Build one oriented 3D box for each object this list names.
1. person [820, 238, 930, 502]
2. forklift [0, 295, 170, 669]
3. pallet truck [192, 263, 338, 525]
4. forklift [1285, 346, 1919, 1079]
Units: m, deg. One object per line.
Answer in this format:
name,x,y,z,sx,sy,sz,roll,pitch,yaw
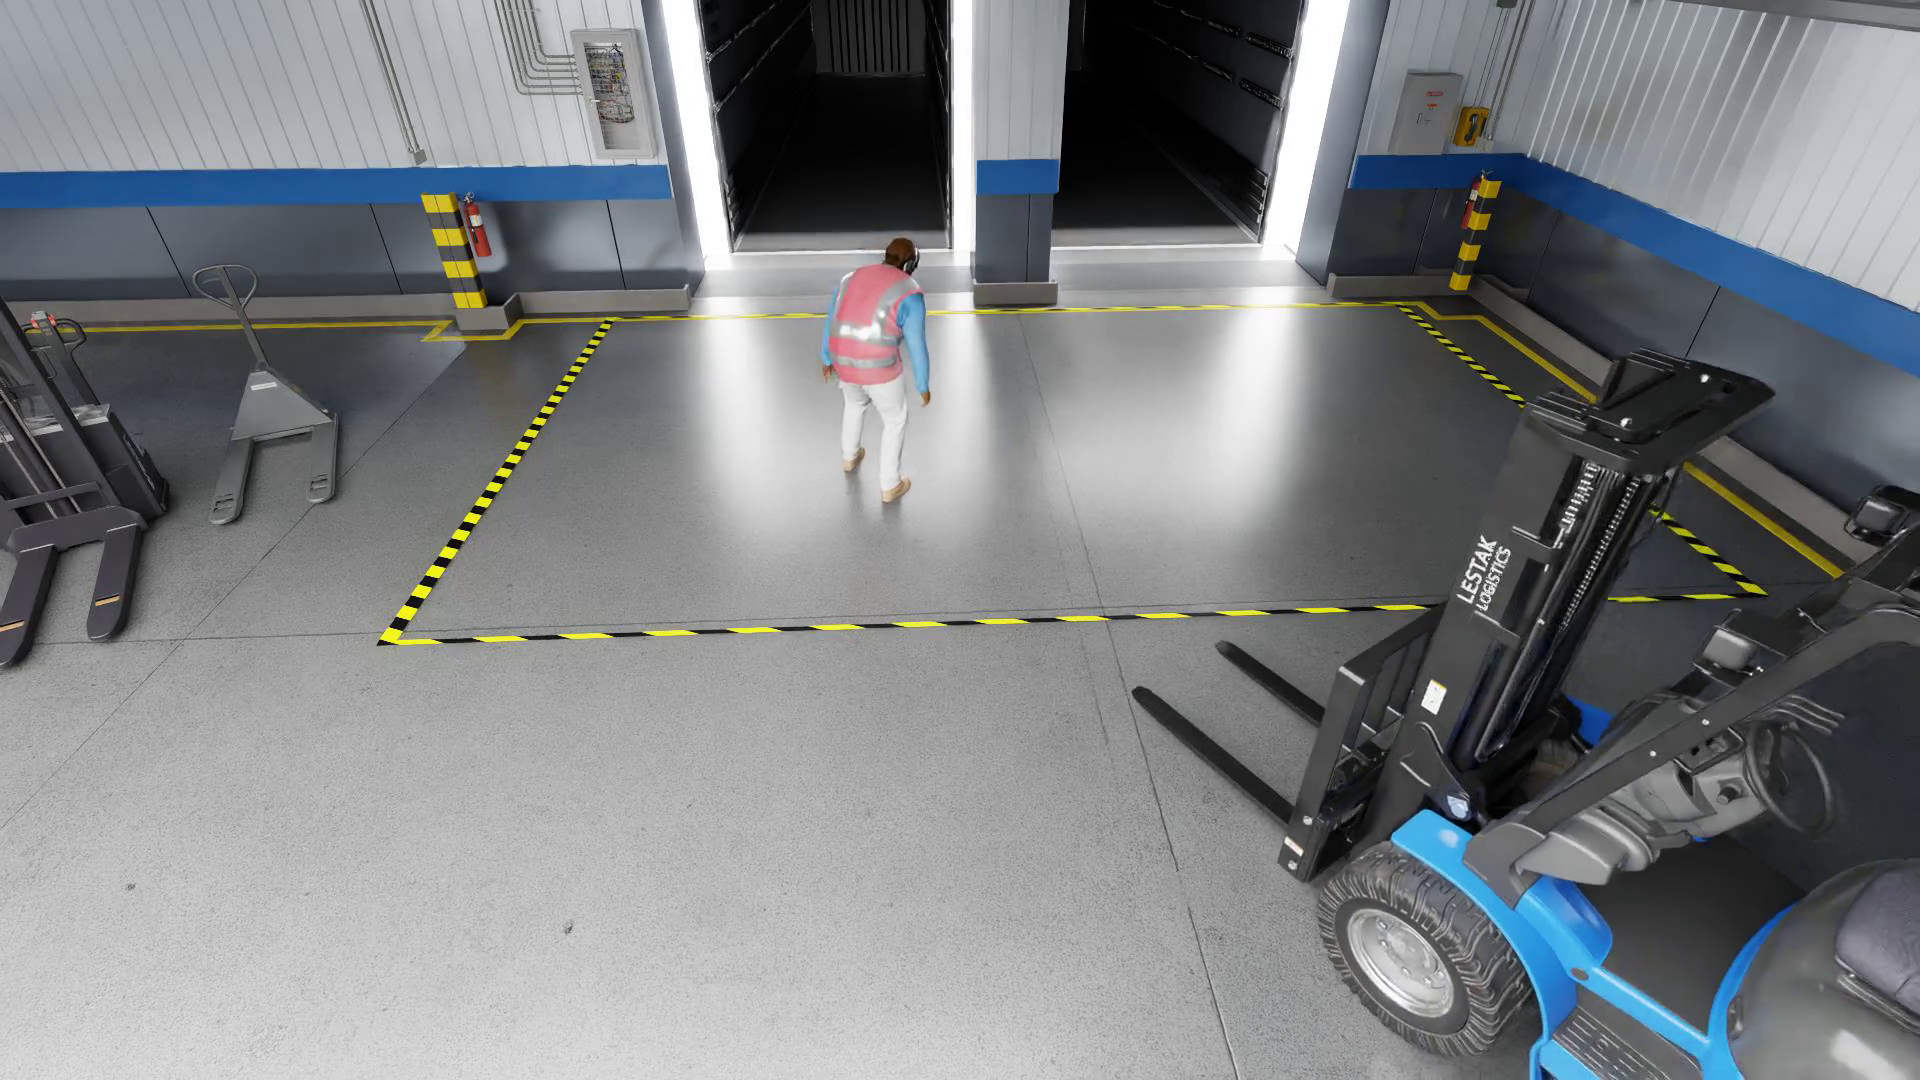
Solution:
person,-0.538,-1.115,5.973,0.860,1.575,0.779,16,38,22
forklift,-5.212,-0.618,4.878,0.823,1.965,1.885,-20,39,-26
pallet truck,-4.778,-1.027,6.128,0.680,1.201,1.601,-17,38,-23
forklift,2.456,0.905,2.378,1.157,2.036,2.680,-22,40,-28
